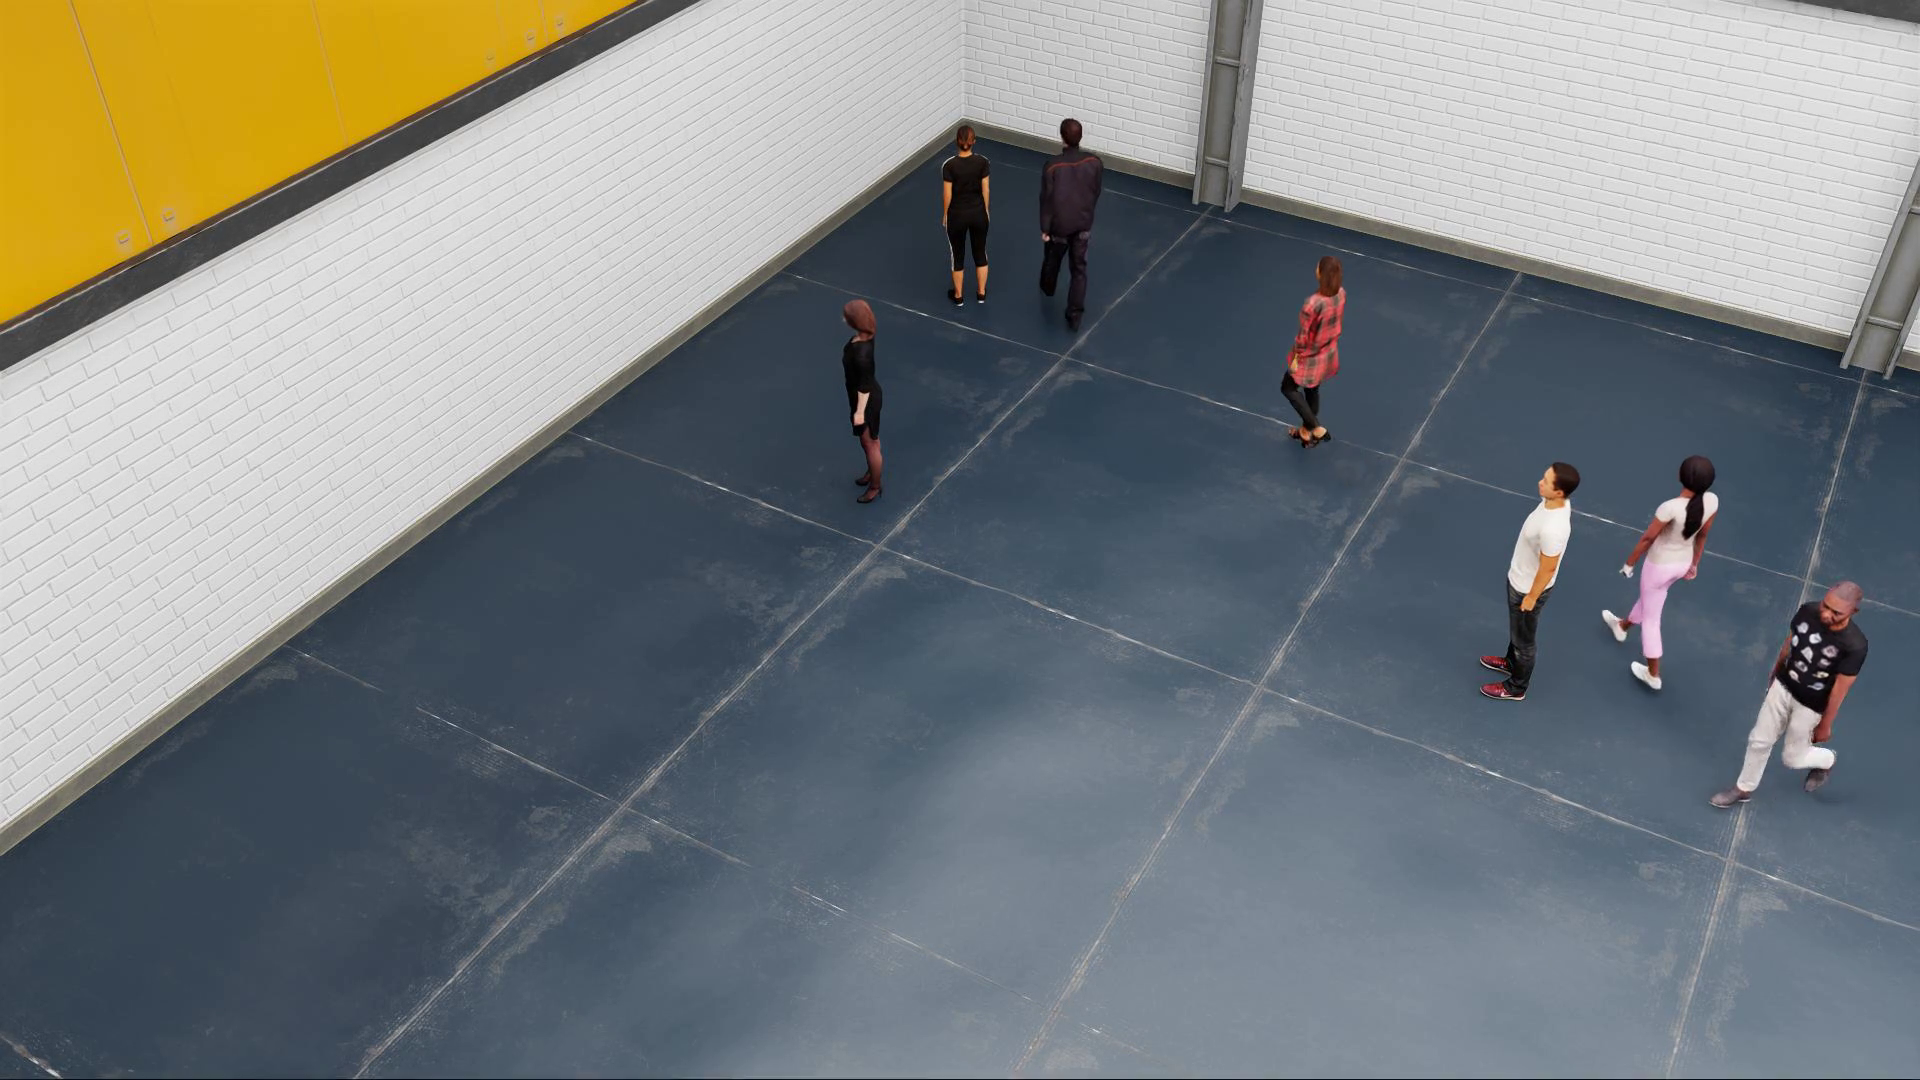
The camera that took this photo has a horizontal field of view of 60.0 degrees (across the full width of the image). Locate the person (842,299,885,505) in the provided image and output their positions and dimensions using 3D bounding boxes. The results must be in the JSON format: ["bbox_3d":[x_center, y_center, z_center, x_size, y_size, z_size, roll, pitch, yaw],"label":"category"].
[{"bbox_3d":[-0.695,-1.028,12.250,0.670,1.705,0.659,-1,39,-2],"label":"person"}]

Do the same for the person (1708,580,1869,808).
[{"bbox_3d":[5.014,0.923,9.748,1.062,1.780,1.053,-13,40,-16],"label":"person"}]

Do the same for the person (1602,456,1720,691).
[{"bbox_3d":[4.559,0.230,10.669,0.981,1.712,1.064,-11,40,-13],"label":"person"}]

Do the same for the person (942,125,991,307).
[{"bbox_3d":[0.059,-2.837,14.545,0.642,1.668,0.713,-7,39,-9],"label":"person"}]

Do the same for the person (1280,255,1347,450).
[{"bbox_3d":[2.758,-1.369,12.686,0.746,1.695,0.799,-27,46,-30],"label":"person"}]

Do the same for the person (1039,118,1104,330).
[{"bbox_3d":[0.963,-2.648,14.202,1.135,1.801,1.154,-5,39,-6],"label":"person"}]

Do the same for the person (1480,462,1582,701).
[{"bbox_3d":[3.648,0.254,10.567,0.620,1.803,0.693,10,40,12],"label":"person"}]
